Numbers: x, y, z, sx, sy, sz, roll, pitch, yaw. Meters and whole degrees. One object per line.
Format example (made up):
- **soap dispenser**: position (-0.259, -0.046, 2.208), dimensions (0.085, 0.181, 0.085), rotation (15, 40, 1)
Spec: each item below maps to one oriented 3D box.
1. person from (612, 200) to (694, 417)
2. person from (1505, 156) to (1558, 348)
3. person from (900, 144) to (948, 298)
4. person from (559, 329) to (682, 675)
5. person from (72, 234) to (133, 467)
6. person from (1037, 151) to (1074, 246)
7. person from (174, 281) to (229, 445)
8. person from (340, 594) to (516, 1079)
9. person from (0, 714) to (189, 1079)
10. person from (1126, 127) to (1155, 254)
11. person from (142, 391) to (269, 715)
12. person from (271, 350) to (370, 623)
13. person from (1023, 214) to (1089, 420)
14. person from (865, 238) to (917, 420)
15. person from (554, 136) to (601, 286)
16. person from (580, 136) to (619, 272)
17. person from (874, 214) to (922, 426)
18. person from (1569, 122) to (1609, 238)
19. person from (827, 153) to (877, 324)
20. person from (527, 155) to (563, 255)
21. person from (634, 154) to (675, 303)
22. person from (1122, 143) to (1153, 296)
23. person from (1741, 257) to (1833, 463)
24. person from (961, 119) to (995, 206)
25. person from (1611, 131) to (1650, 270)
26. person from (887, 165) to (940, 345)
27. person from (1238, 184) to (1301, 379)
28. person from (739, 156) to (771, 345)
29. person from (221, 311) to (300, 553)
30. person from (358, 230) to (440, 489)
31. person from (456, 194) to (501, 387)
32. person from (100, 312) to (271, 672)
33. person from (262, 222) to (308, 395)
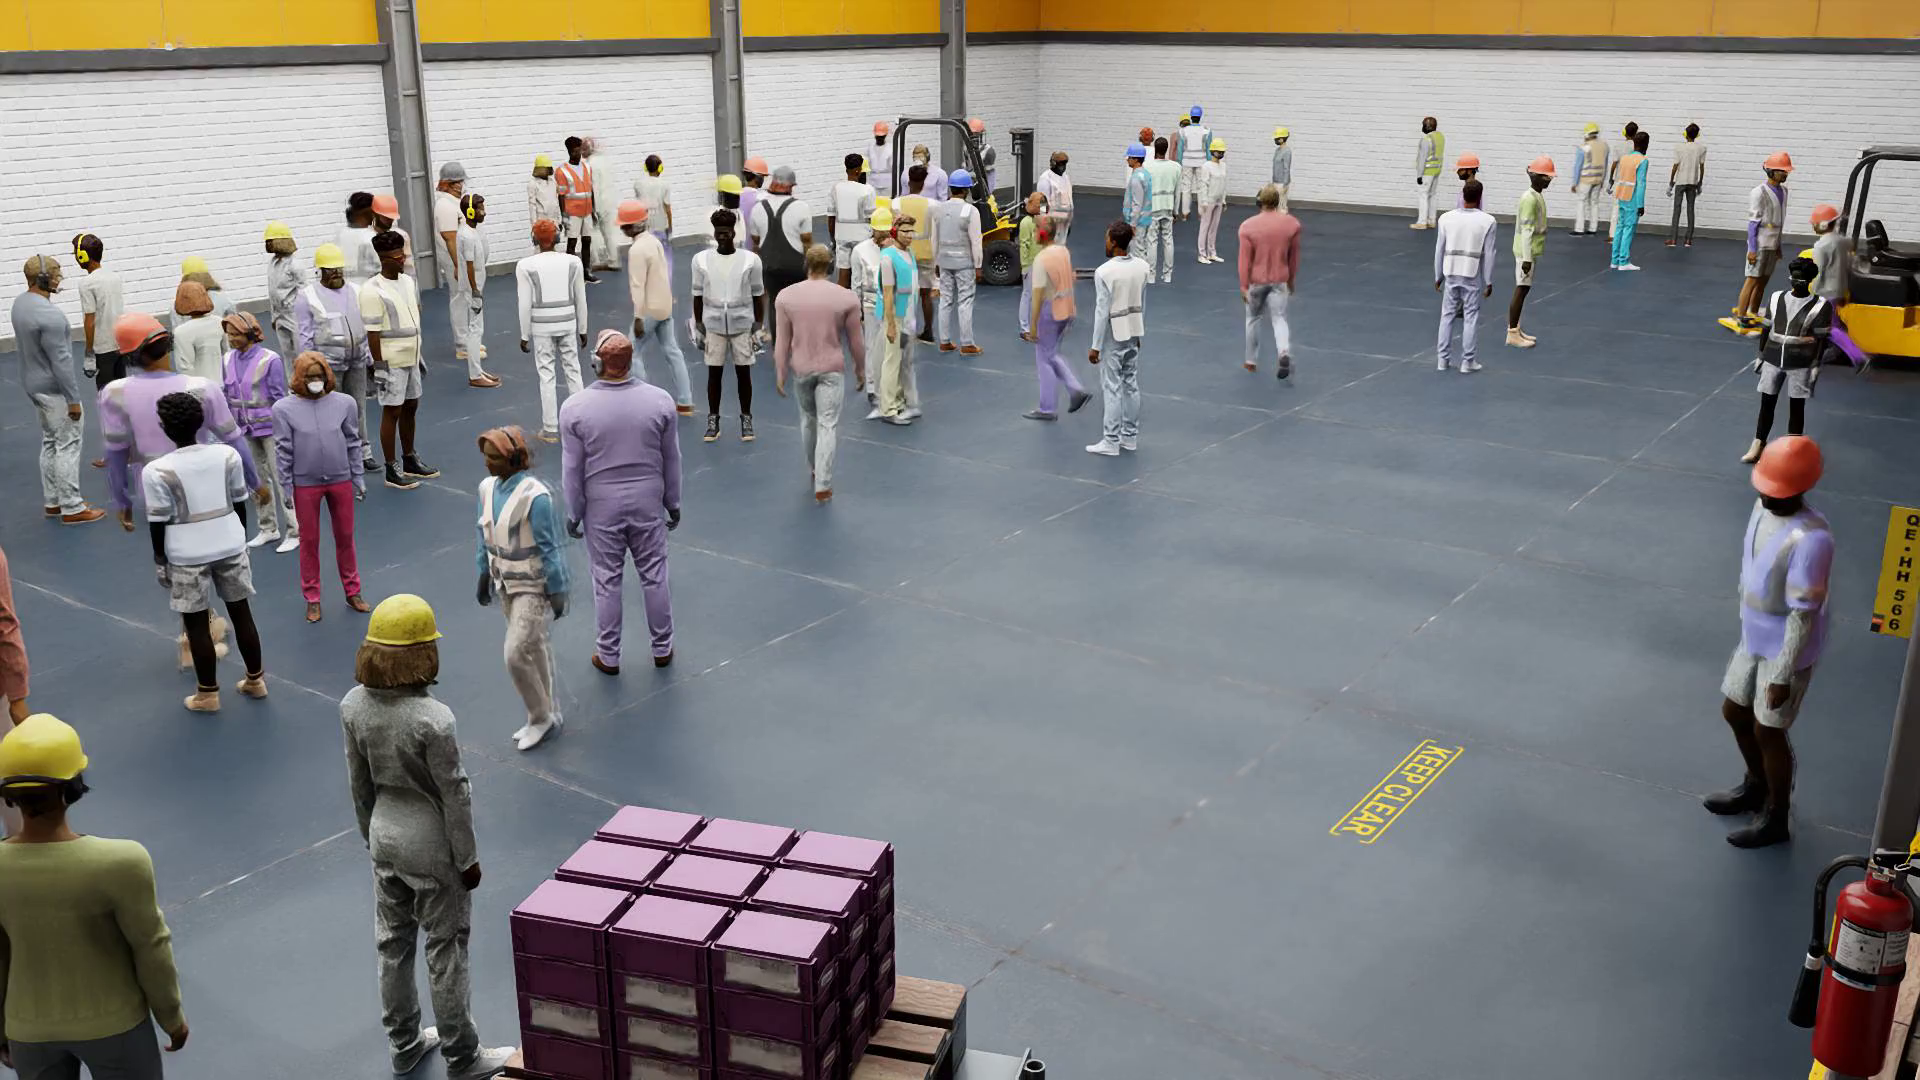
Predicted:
- **person**: position (-2.746, -2.020, 14.717), dimensions (0.679, 1.950, 0.686), rotation (3, 18, 10)
- **person**: position (6.177, -3.108, 17.976), dimensions (0.383, 2.039, 0.614), rotation (7, 19, 22)
- **person**: position (-0.461, -4.036, 21.072), dimensions (0.637, 1.927, 0.387), rotation (6, 19, 18)
- **person**: position (-1.842, -0.202, 9.097), dimensions (0.651, 1.913, 0.410), rotation (-7, 19, -21)
- **person**: position (-6.823, -1.508, 13.282), dimensions (0.341, 1.856, 0.523), rotation (1, 18, 4)
- **person**: position (1.221, -3.997, 21.093), dimensions (0.430, 1.838, 0.624), rotation (12, 21, 33)
- **person**: position (-5.610, -1.110, 12.382), dimensions (0.280, 1.636, 0.500), rotation (4, 18, 13)
- **person**: position (-1.800, 1.014, 5.578), dimensions (0.484, 1.737, 0.305), rotation (8, 19, 24)
- **person**: position (-2.420, 1.316, 4.602), dimensions (0.531, 1.760, 0.338), rotation (-1, 18, -3)
- **person**: position (2.737, -5.144, 24.600), dimensions (0.582, 1.882, 0.351), rotation (-2, 18, -6)
- **person**: position (-3.918, 0.067, 8.623), dimensions (0.322, 1.693, 0.539), rotation (14, 22, 36)
- **person**: position (-3.808, -0.329, 9.946), dimensions (0.497, 1.632, 0.289), rotation (-12, 21, -32)
- **person**: position (0.831, -1.948, 14.691), dimensions (0.463, 1.830, 0.584), rotation (9, 20, 25)
- **person**: position (-0.606, -1.849, 14.712), dimensions (0.563, 1.619, 0.529), rotation (-15, 23, -40)
- **person**: position (-5.053, -4.341, 21.979), dimensions (0.365, 1.960, 0.609), rotation (13, 22, 35)
- **person**: position (-5.073, -4.635, 23.032), dimensions (0.624, 1.875, 0.765), rotation (2, 18, 5)
- **person**: position (-0.553, -1.946, 14.665), dimensions (0.375, 1.840, 0.567), rotation (6, 19, 17)
- **person**: position (10.049, -5.755, 26.629), dimensions (0.611, 1.808, 0.441), rotation (-6, 19, -17)
- **person**: position (-1.231, -3.493, 19.301), dimensions (0.612, 1.963, 0.361), rotation (6, 19, 17)
- **person**: position (-5.373, -4.127, 21.648), dimensions (0.300, 1.742, 0.493), rotation (12, 21, 34)
- **person**: position (-3.765, -3.819, 20.520), dimensions (0.508, 1.844, 0.522), rotation (1, 18, 4)
- **person**: position (2.223, -4.001, 20.918), dimensions (0.394, 1.949, 0.602), rotation (5, 18, 15)
- **person**: position (6.585, -1.405, 13.213), dimensions (0.320, 1.693, 0.531), rotation (-16, 24, -41)
- **person**: position (0.224, -5.034, 24.001), dimensions (0.647, 2.041, 0.399), rotation (16, 23, 40)
- **person**: position (9.406, -4.752, 23.336), dimensions (0.397, 1.911, 0.587), rotation (-2, 18, -7)
- **person**: position (-0.500, -3.077, 18.042), dimensions (0.676, 1.946, 0.416), rotation (1, 18, 2)
- **person**: position (3.052, -2.540, 16.424), dimensions (0.638, 1.914, 0.853), rotation (-1, 18, -3)
- **person**: position (-2.233, -3.145, 18.116), dimensions (0.619, 2.029, 0.410), rotation (11, 21, 31)
- **person**: position (-4.715, -0.730, 11.206), dimensions (0.524, 1.631, 0.319), rotation (7, 19, 21)
- **person**: position (-4.288, -1.384, 12.708), dimensions (0.361, 1.960, 0.618), rotation (4, 18, 13)
- **person**: position (-4.677, -2.403, 16.072), dimensions (0.324, 1.861, 0.510), rotation (-6, 19, -18)
- **person**: position (-4.243, -0.292, 9.238), dimensions (0.699, 1.999, 0.662), rotation (0, 18, 2)
- **person**: position (-6.021, -1.978, 14.922), dimensions (0.483, 1.745, 0.306), rotation (12, 21, 33)
